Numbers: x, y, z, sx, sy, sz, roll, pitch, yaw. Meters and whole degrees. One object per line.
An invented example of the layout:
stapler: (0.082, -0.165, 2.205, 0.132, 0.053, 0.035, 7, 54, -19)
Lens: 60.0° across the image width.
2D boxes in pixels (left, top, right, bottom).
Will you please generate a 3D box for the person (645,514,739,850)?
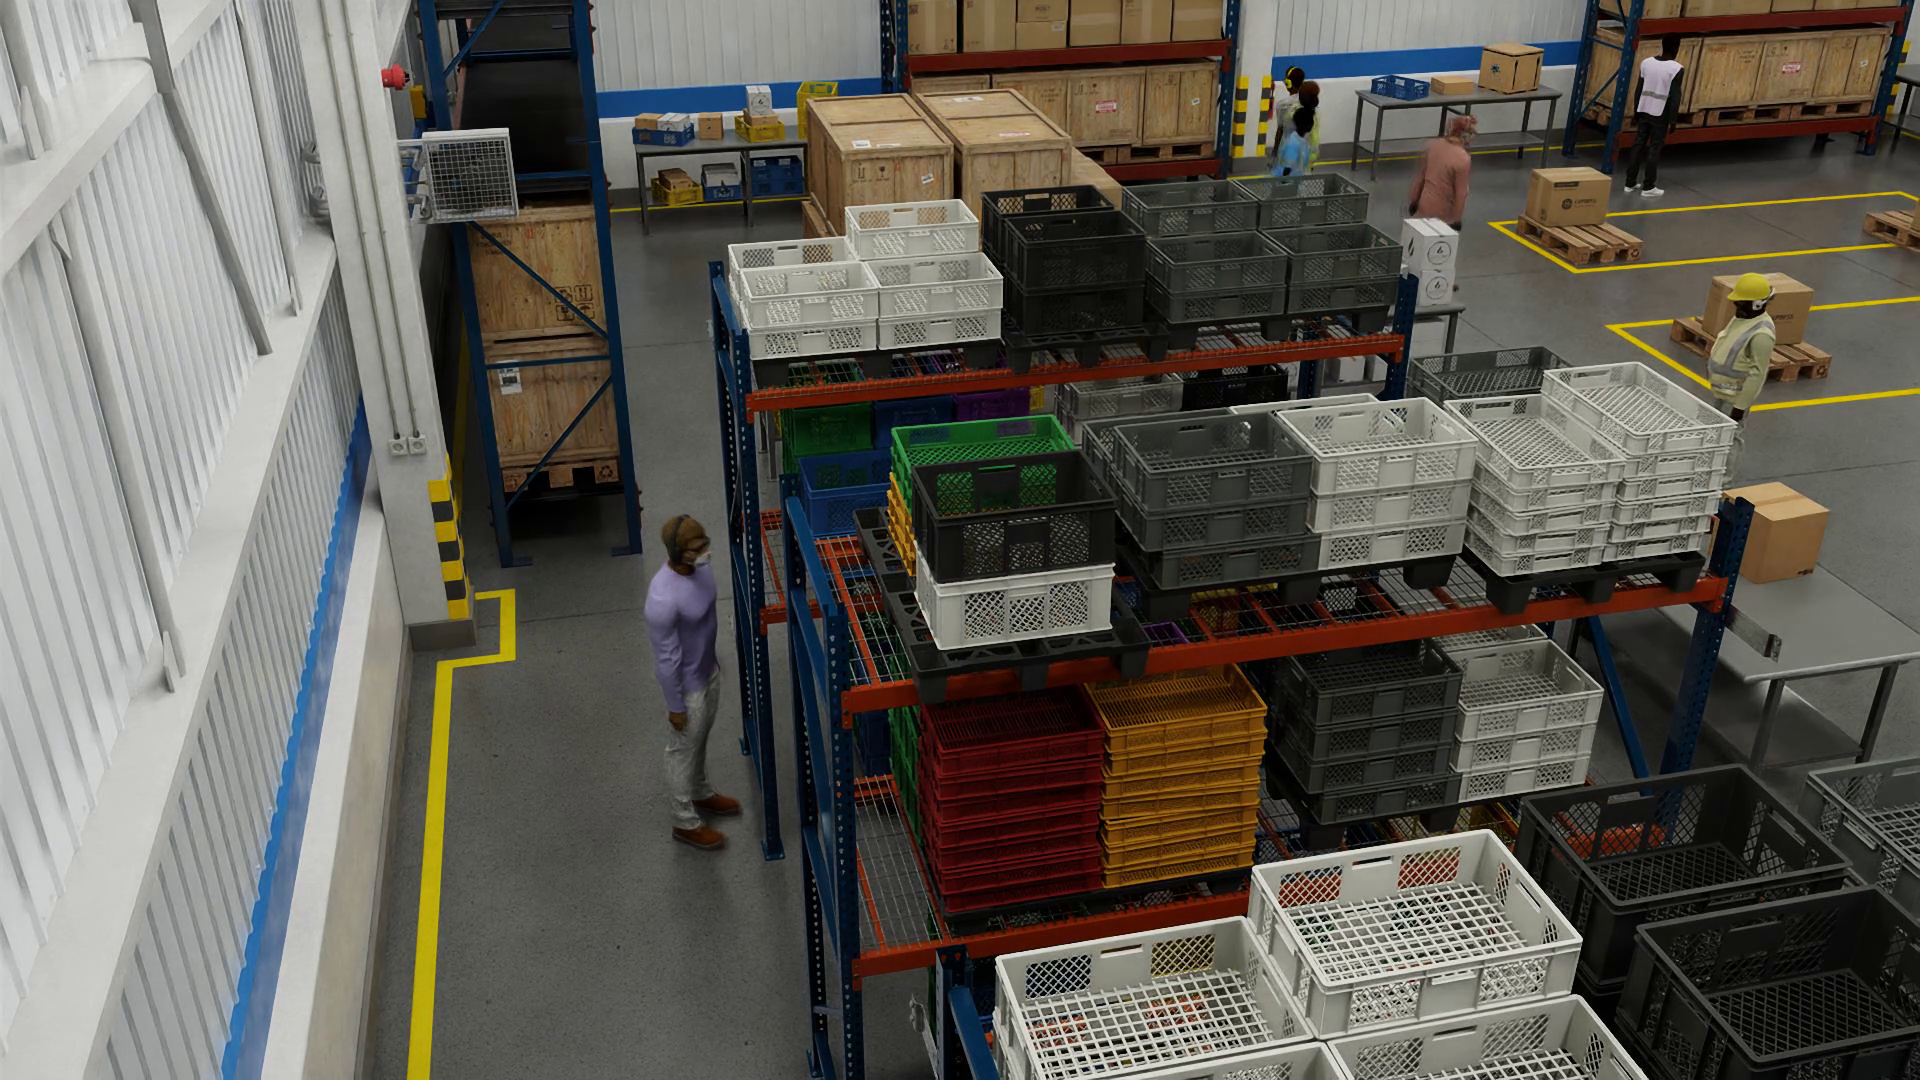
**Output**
person: (-1.435, 0.733, 8.852, 0.352, 1.937, 0.635, 5, 28, 9)

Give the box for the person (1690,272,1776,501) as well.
person: (5.813, -1.137, 12.520, 0.403, 1.825, 0.589, 4, 28, 7)

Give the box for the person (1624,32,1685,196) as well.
person: (8.335, -5.107, 19.953, 0.373, 1.916, 0.596, -16, 32, -27)

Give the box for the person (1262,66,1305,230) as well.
person: (3.662, -4.326, 18.525, 0.510, 1.870, 0.328, -15, 31, -27)

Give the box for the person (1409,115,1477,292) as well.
person: (4.729, -3.327, 16.645, 0.801, 1.859, 0.655, -4, 28, -8)

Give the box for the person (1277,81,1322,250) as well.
person: (3.702, -4.092, 18.139, 0.434, 1.821, 0.663, 16, 32, 28)

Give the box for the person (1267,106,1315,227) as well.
person: (3.485, -3.863, 17.888, 0.928, 1.639, 0.536, 14, 31, 25)
